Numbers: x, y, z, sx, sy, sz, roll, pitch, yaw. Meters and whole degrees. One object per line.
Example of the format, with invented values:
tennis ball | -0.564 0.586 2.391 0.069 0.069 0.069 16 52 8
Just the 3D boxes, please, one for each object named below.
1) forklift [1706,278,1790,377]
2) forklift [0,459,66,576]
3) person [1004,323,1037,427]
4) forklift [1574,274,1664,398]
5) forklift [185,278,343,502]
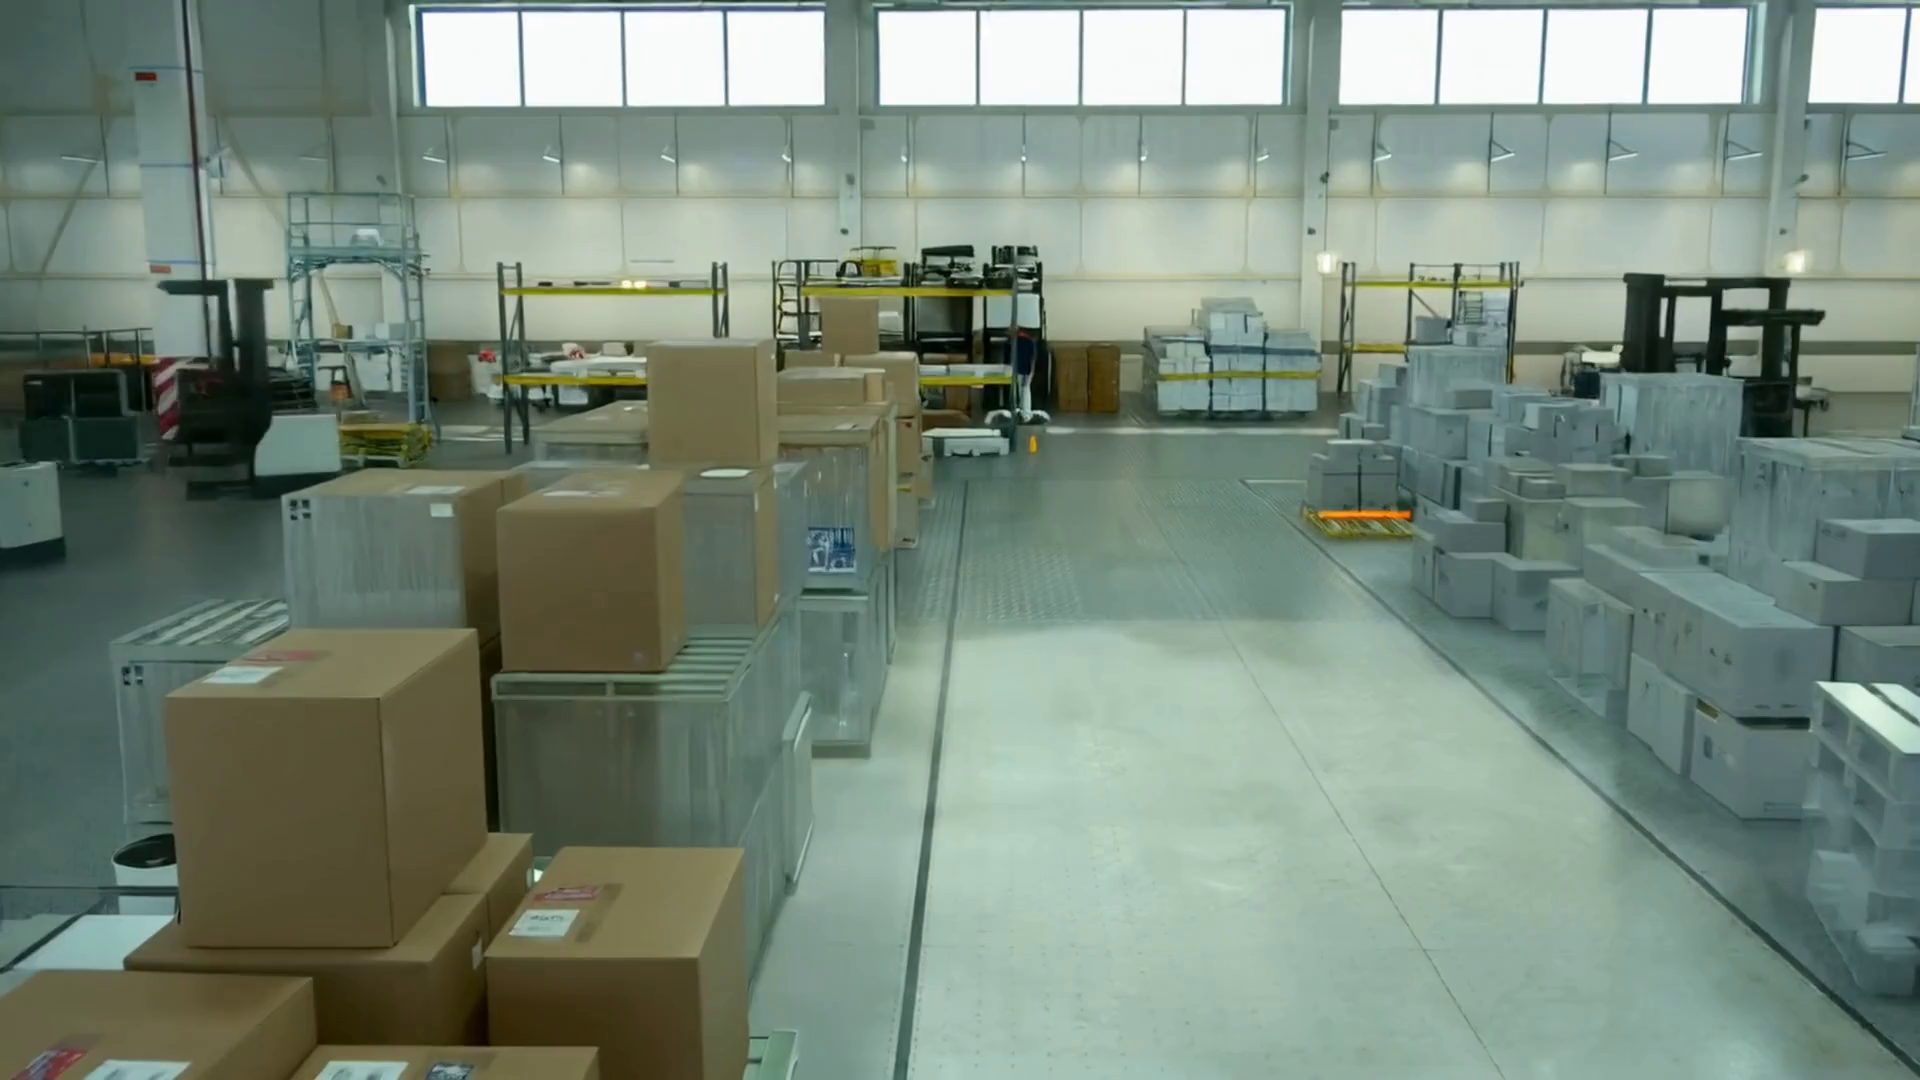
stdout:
forklift | 10.342 -2.068 22.024 1.129 2.768 1.873 0 9 1
forklift | -9.905 -1.079 16.101 1.873 2.768 1.129 2 10 14
person | 1.114 -3.038 30.694 0.630 1.934 0.365 -4 10 -21
forklift | 11.939 -3.278 29.269 1.873 2.768 1.129 0 9 1
forklift | -9.100 -1.986 21.533 1.873 2.768 1.129 -4 10 -25
